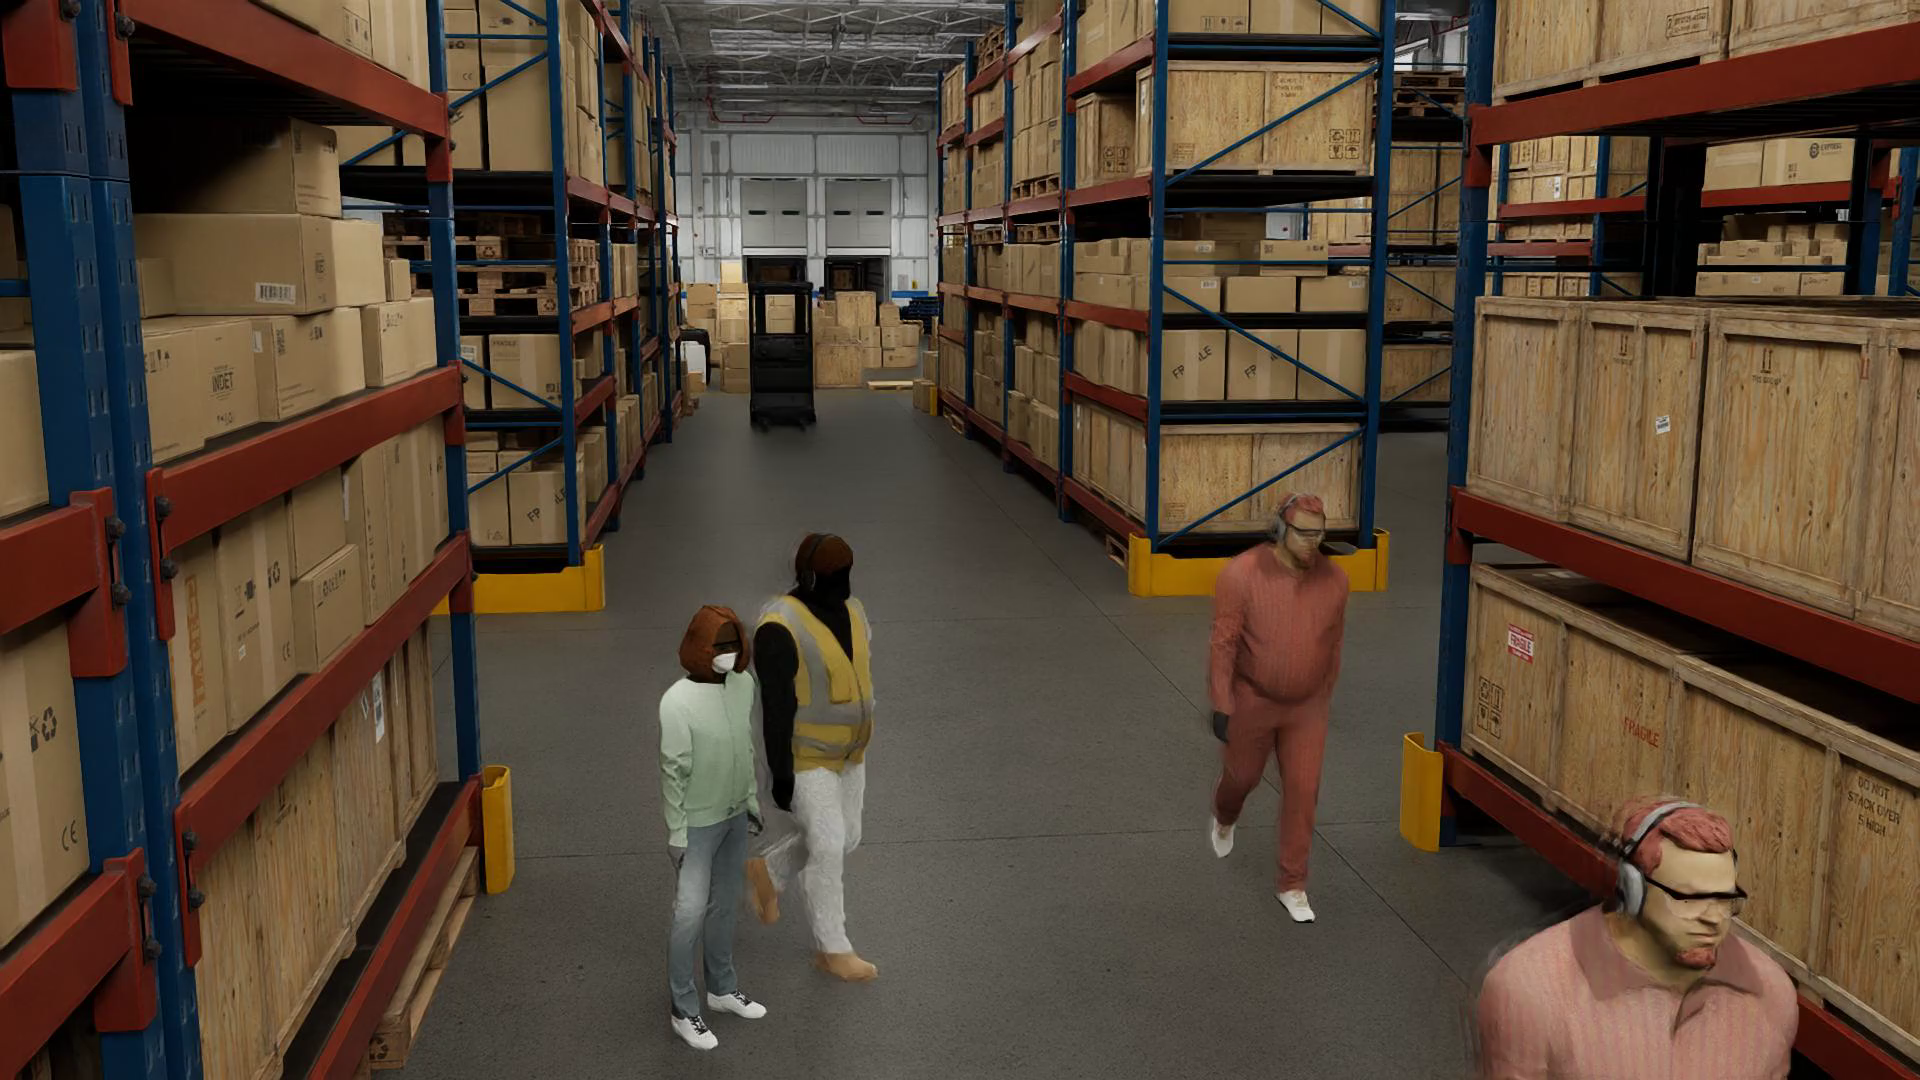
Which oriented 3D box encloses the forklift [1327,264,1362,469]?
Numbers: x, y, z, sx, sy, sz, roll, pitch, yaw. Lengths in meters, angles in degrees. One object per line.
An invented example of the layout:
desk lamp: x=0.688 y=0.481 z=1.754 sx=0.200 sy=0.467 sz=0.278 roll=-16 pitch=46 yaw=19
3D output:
forklift: x=4.428 y=-2.248 z=21.651 sx=1.129 sy=2.768 sz=1.873 roll=6 pitch=12 yaw=33

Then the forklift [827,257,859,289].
forklift: x=-3.284 y=-6.565 z=46.785 sx=1.129 sy=2.768 sz=1.873 roll=-1 pitch=10 yaw=-7

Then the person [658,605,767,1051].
person: x=-0.905 y=1.038 z=6.149 sx=0.276 sy=1.631 sz=0.507 roll=6 pitch=11 yaw=30

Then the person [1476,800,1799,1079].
person: x=1.315 y=1.396 z=3.334 sx=0.647 sy=1.882 sz=0.707 roll=0 pitch=10 yaw=-1

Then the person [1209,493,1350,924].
person: x=1.411 y=0.690 z=7.491 sx=0.651 sy=1.870 sz=0.851 roll=-1 pitch=10 yaw=-4

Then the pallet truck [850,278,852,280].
pallet truck: x=-3.782 y=-9.391 z=65.808 sx=1.885 sy=1.965 sz=0.823 roll=2 pitch=10 yaw=10

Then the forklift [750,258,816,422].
forklift: x=-3.136 y=-3.528 z=29.105 sx=1.129 sy=2.768 sz=1.873 roll=-1 pitch=10 yaw=-7

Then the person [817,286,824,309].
person: x=-5.266 y=-8.963 z=64.254 sx=0.626 sy=1.682 sz=0.540 roll=9 pitch=13 yaw=41

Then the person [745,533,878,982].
person: x=-0.623 y=0.850 z=6.759 sx=0.689 sy=1.811 sz=0.632 roll=6 pitch=11 yaw=32

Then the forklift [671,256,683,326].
forklift: x=-11.356 y=-9.574 z=64.303 sx=1.129 sy=2.768 sz=1.873 roll=-1 pitch=10 yaw=-7
